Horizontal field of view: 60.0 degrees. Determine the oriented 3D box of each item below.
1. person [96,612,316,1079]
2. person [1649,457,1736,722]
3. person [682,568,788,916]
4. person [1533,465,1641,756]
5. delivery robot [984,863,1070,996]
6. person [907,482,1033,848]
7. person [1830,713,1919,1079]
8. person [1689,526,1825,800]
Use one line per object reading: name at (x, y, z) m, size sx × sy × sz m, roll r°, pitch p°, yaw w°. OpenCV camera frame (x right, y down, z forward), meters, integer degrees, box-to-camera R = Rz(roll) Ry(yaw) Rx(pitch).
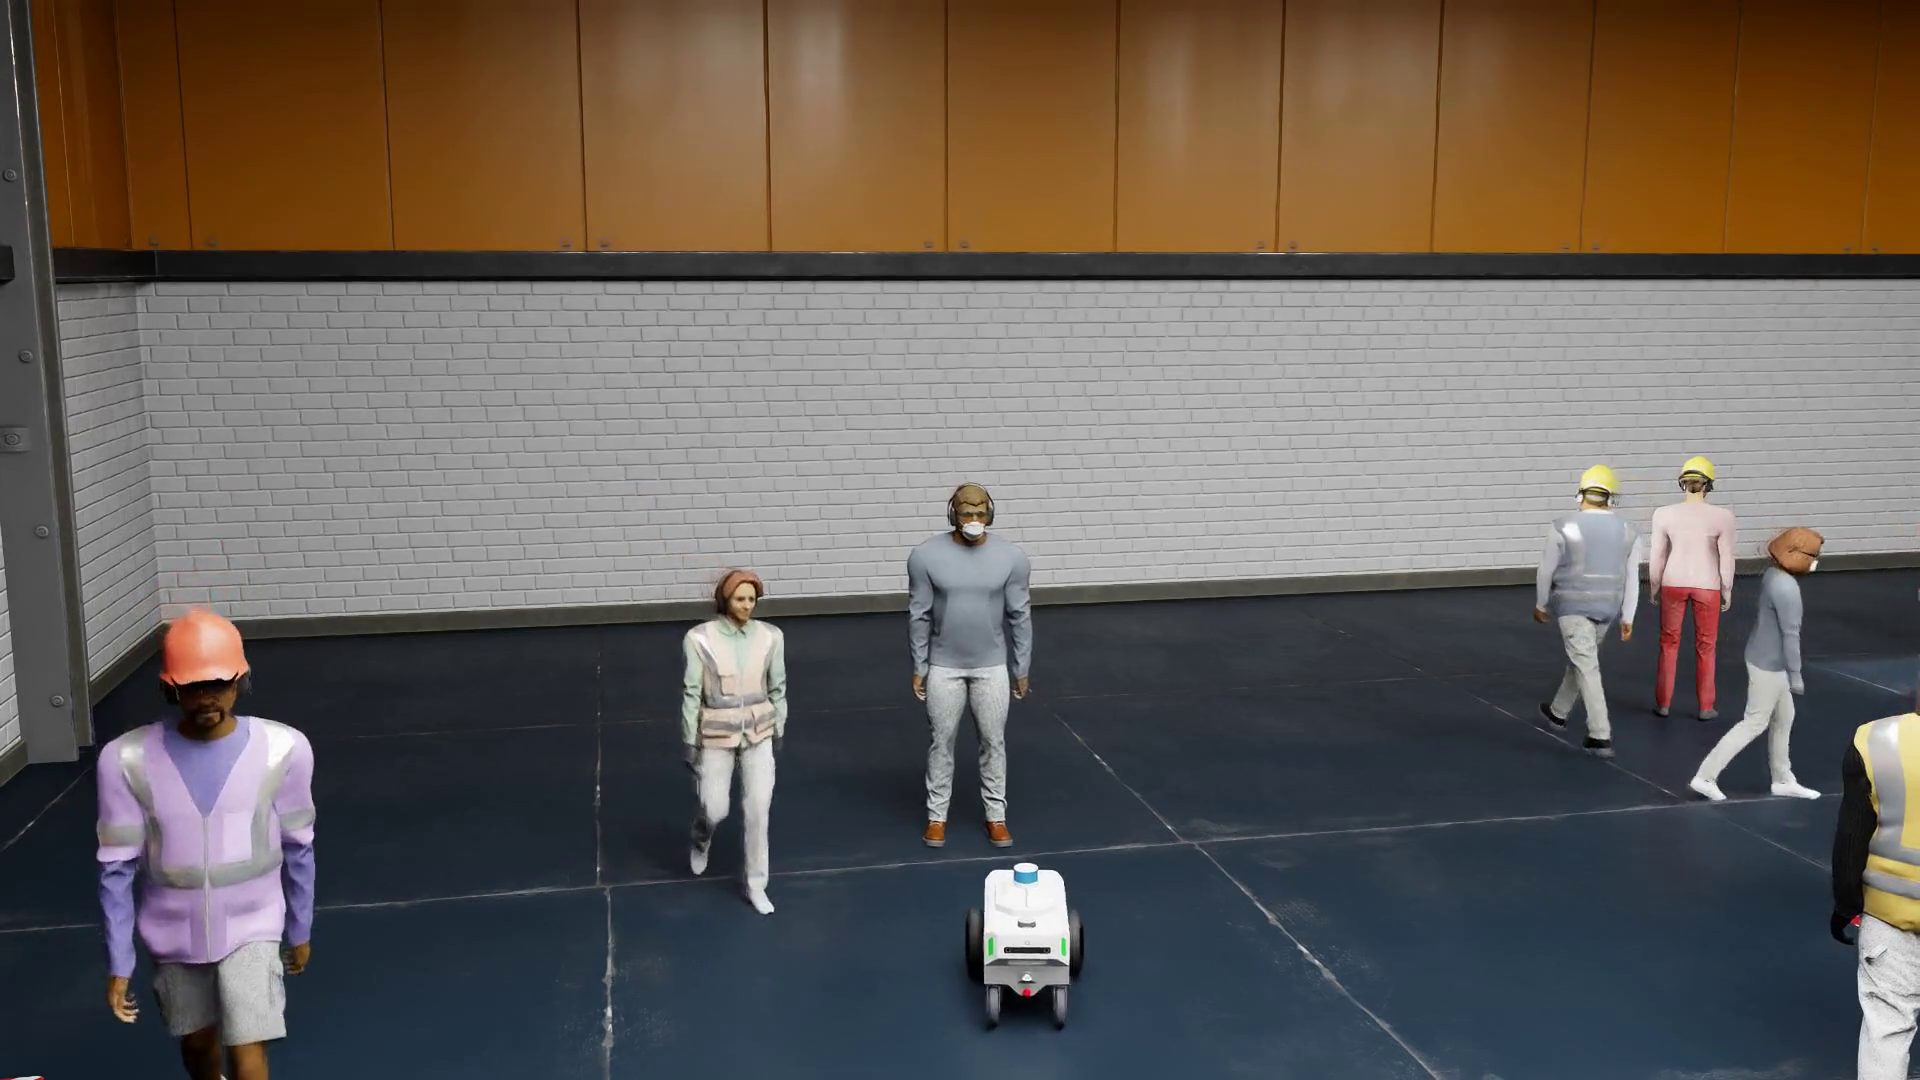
person at (-2.302, 1.179, 5.165) m, size 0.606 × 2.001 × 1.076 m, roll -3°, pitch 10°, yaw -19°
person at (4.854, 0.326, 11.054) m, size 0.524 × 1.760 × 0.328 m, roll 5°, pitch 10°, yaw 27°
person at (-1.077, 0.919, 7.838) m, size 0.524 × 1.619 × 0.553 m, roll -4°, pitch 10°, yaw -25°
person at (3.931, 0.419, 10.457) m, size 0.575 × 1.772 × 0.950 m, roll -2°, pitch 9°, yaw -9°
delivery robot at (0.269, 1.572, 6.826) m, size 0.477 × 0.478 × 0.707 m, roll 0°, pitch 9°, yaw 1°
person at (0.053, 0.652, 8.581) m, size 0.645 × 1.927 × 0.389 m, roll 0°, pitch 9°, yaw 0°
person at (3.170, 1.213, 5.391) m, size 0.637 × 1.840 × 0.429 m, roll 5°, pitch 10°, yaw 26°
person at (4.475, 0.692, 9.292) m, size 0.678 × 1.594 × 0.507 m, roll 3°, pitch 10°, yaw 20°
